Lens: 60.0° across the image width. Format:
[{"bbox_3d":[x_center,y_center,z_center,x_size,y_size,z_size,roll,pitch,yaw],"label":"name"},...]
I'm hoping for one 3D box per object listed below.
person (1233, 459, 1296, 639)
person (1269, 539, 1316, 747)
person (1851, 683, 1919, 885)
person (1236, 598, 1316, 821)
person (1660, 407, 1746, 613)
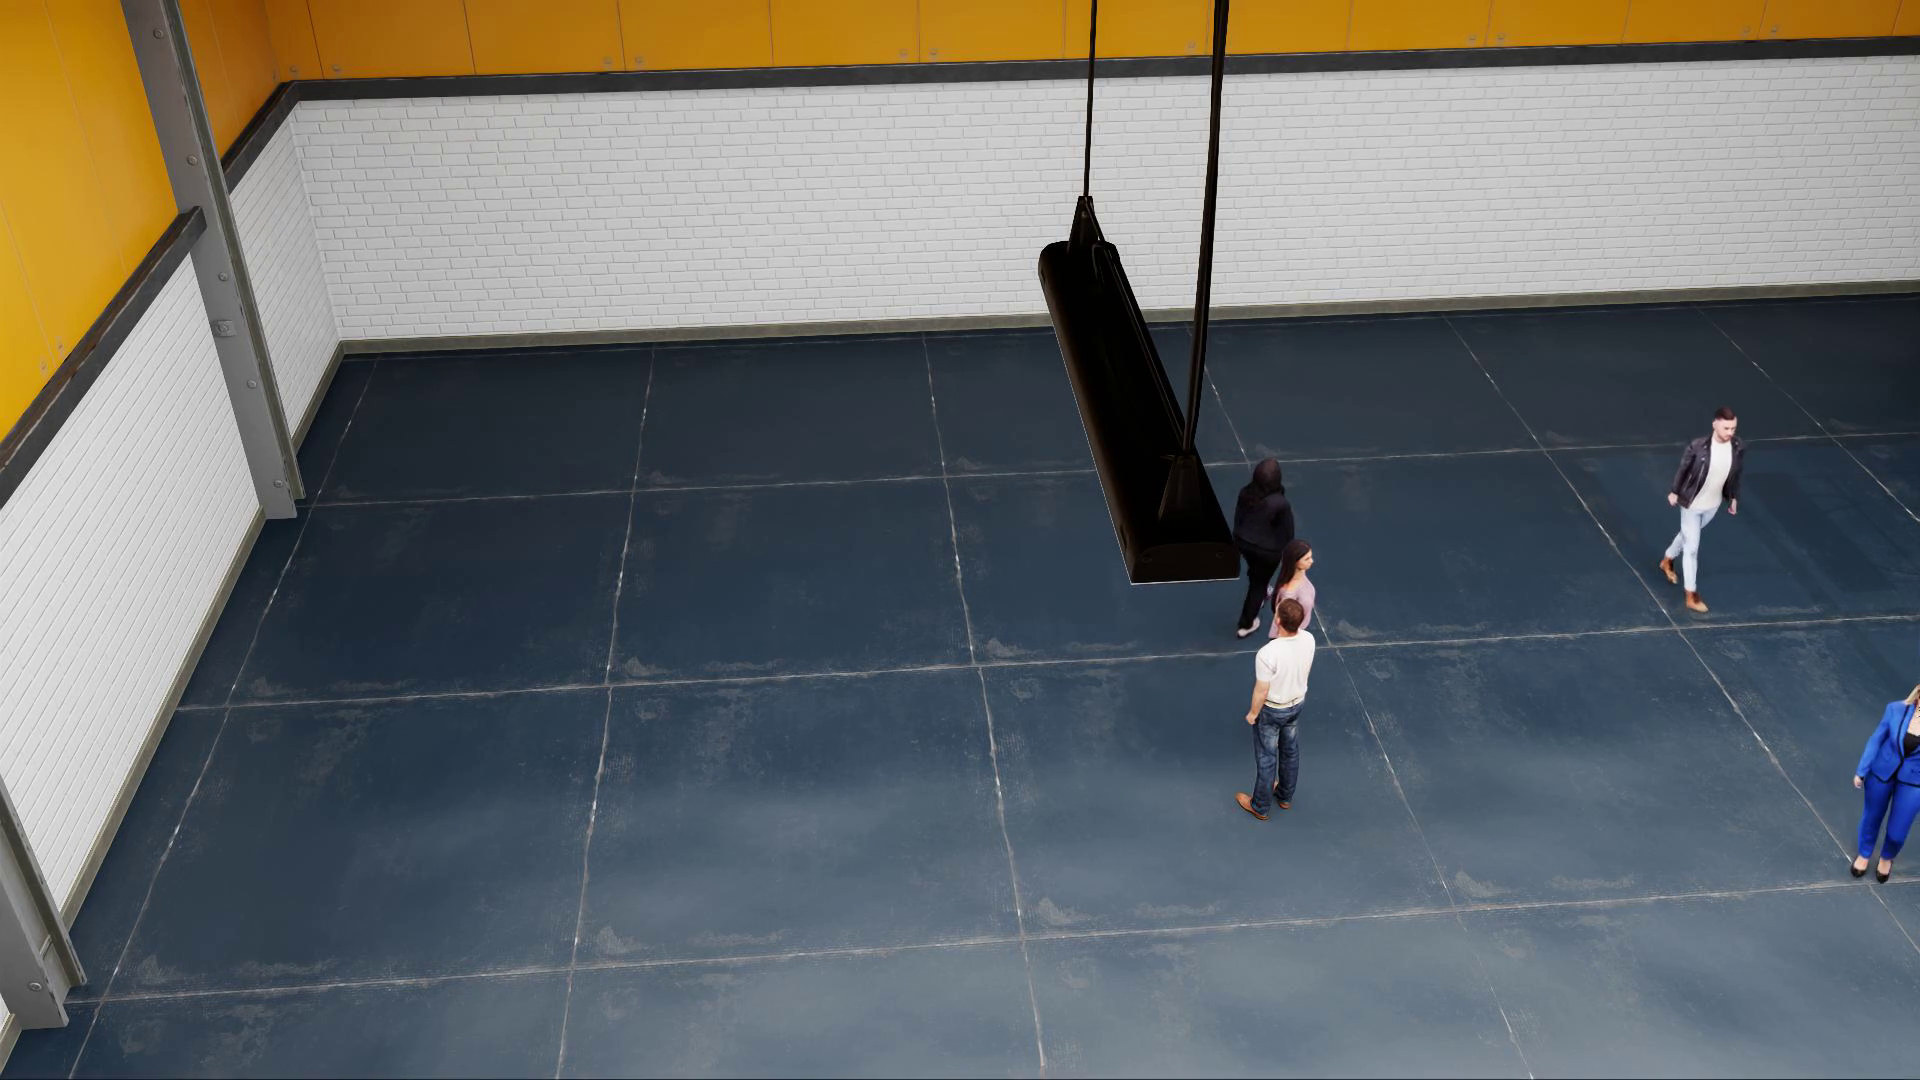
[{"bbox_3d":[2.432,0.101,13.656,0.971,1.595,1.025,26,42,33],"label":"person"},{"bbox_3d":[2.434,0.757,12.474,0.759,1.810,0.612,11,35,15],"label":"person"},{"bbox_3d":[6.404,1.582,11.343,0.714,1.690,0.774,24,41,32],"label":"person"},{"bbox_3d":[2.270,1.192,11.779,0.747,1.856,0.736,-19,38,-26],"label":"person"},{"bbox_3d":[6.271,-0.361,14.168,0.691,1.798,1.090,-4,34,-6],"label":"person"}]
